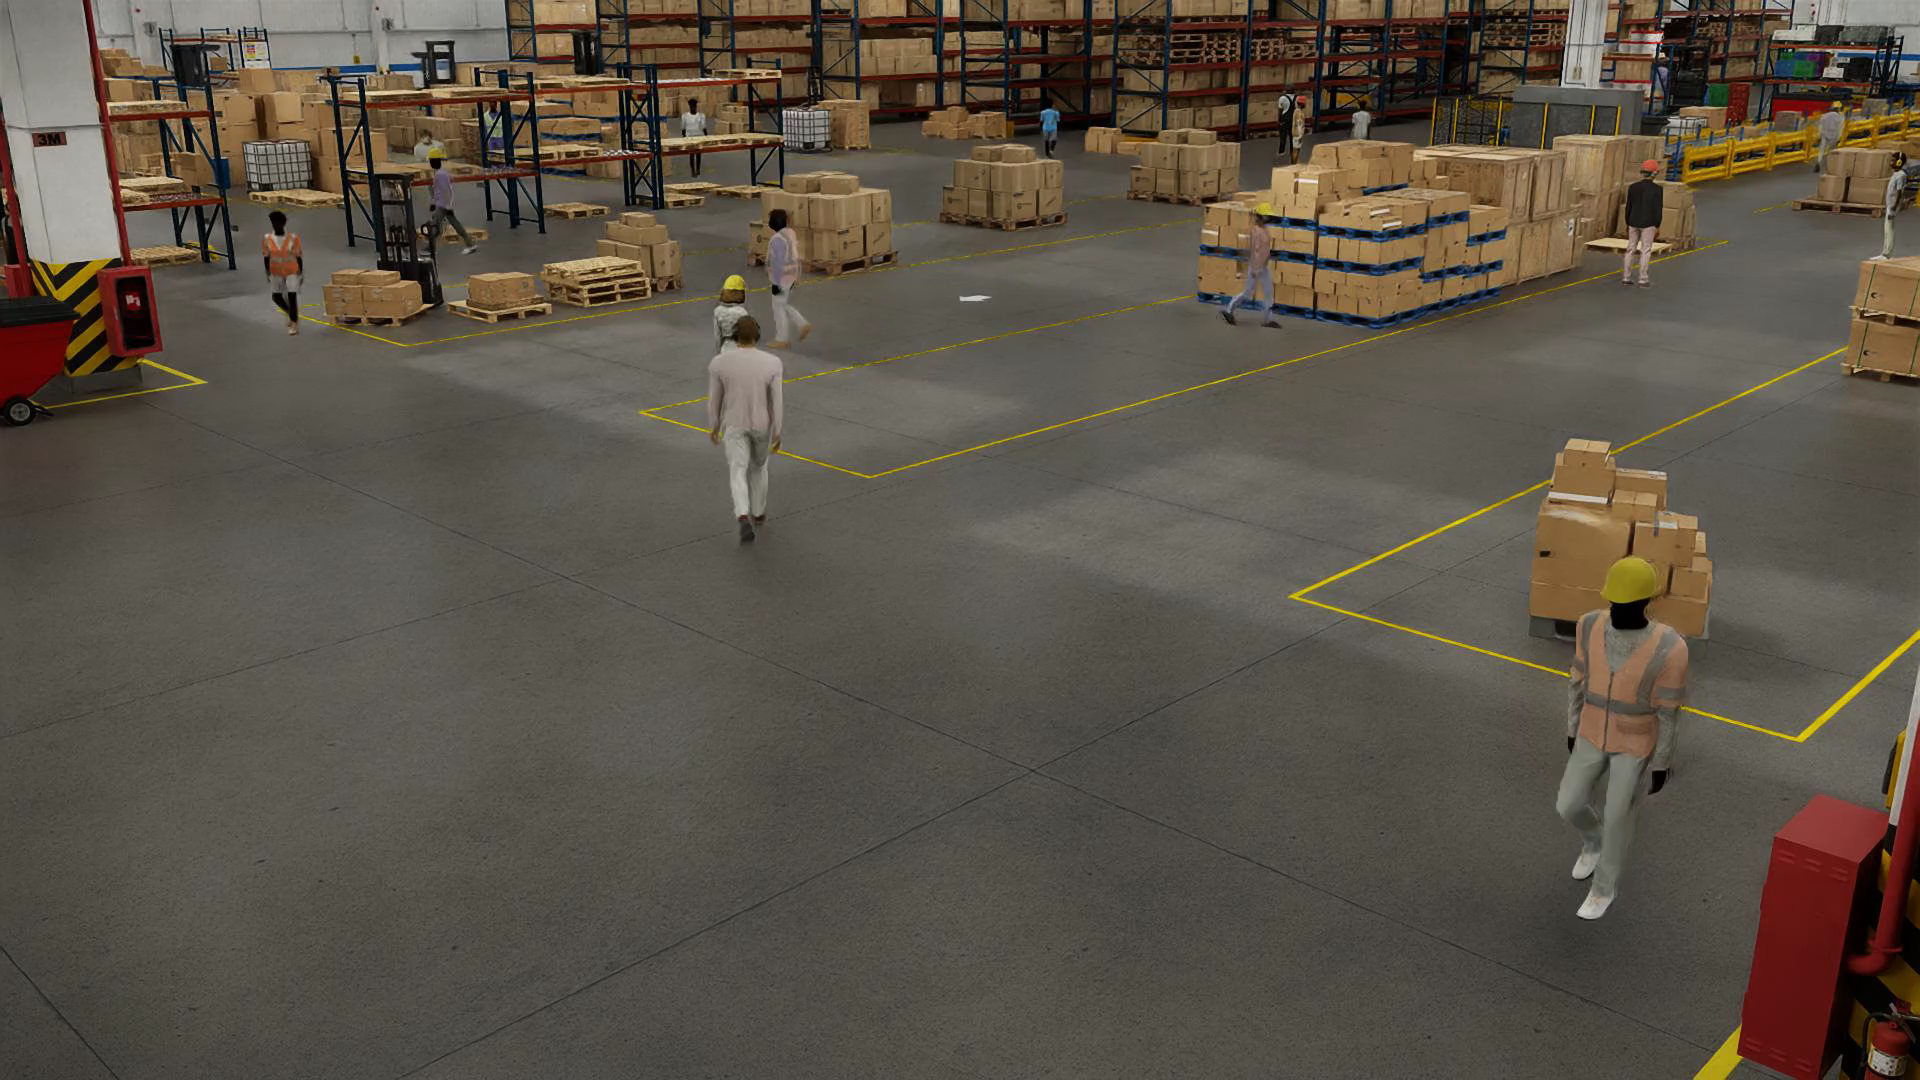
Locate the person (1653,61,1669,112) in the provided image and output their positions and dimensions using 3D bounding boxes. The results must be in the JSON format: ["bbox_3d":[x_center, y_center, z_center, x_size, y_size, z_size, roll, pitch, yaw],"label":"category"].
[{"bbox_3d":[26.778,-17.303,63.455,0.636,1.892,0.983,13,22,34],"label":"person"}]

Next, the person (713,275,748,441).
[{"bbox_3d":[-2.307,-1.865,17.190,0.483,1.736,0.311,14,23,35],"label":"person"}]

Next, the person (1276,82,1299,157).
[{"bbox_3d":[9.171,-11.787,46.608,0.687,2.000,0.538,-5,19,-16],"label":"person"}]

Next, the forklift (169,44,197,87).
[{"bbox_3d":[-24.644,-14.331,52.958,1.129,2.768,1.873,17,25,41],"label":"forklift"}]

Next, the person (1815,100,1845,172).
[{"bbox_3d":[22.256,-10.323,42.573,0.595,1.806,0.804,16,24,39],"label":"person"}]

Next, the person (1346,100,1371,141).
[{"bbox_3d":[10.192,-10.286,42.438,0.538,1.831,0.965,-7,20,-20],"label":"person"}]

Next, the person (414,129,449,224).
[{"bbox_3d":[-10.550,-7.290,33.332,0.668,1.870,0.862,-8,20,-22],"label":"person"}]

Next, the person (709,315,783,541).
[{"bbox_3d":[-1.816,-0.959,14.195,0.635,1.914,0.912,-2,18,-6],"label":"person"}]

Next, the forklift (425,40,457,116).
[{"bbox_3d":[-17.704,-15.690,57.052,1.873,2.768,1.129,17,25,41],"label":"forklift"}]

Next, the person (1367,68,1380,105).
[{"bbox_3d":[15.951,-17.345,64.003,0.525,1.616,0.505,-7,20,-20],"label":"person"}]

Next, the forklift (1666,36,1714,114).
[{"bbox_3d":[27.341,-17.291,61.877,1.129,2.768,1.873,17,25,41],"label":"forklift"}]

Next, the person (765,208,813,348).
[{"bbox_3d":[-2.280,-3.404,21.695,0.520,1.829,0.632,2,18,6],"label":"person"}]

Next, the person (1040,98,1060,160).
[{"bbox_3d":[2.441,-11.187,45.338,0.548,1.686,0.449,4,19,11],"label":"person"}]

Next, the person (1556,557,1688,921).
[{"bbox_3d":[3.290,0.985,8.331,0.445,1.915,0.588,-17,25,-41],"label":"person"}]

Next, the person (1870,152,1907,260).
[{"bbox_3d":[15.957,-5.689,28.508,0.319,1.866,0.532,7,20,20],"label":"person"}]

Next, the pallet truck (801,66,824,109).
[{"bbox_3d":[-4.812,-15.182,56.903,0.823,1.965,1.885,-9,21,-26],"label":"pallet truck"}]

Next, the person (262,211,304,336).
[{"bbox_3d":[-9.172,-3.643,22.621,0.541,1.683,0.466,-1,18,-4],"label":"person"}]

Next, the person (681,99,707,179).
[{"bbox_3d":[-6.611,-10.011,41.447,0.616,1.927,0.978,-3,19,-10],"label":"person"}]

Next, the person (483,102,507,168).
[{"bbox_3d":[-11.550,-9.997,41.404,0.587,1.920,0.391,-1,18,-2],"label":"person"}]

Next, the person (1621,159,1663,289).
[{"bbox_3d":[10.711,-4.949,26.073,0.374,1.997,0.613,-13,22,-34],"label":"person"}]

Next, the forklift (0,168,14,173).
[{"bbox_3d":[-24.914,-10.604,41.730,1.129,2.768,1.873,17,25,41],"label":"forklift"}]

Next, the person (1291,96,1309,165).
[{"bbox_3d":[8.643,-10.321,42.353,0.372,1.933,0.552,0,18,-1],"label":"person"}]

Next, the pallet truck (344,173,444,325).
[{"bbox_3d":[-8.209,-4.181,23.757,0.823,1.965,1.885,3,19,9],"label":"pallet truck"}]

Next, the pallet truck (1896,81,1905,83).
[{"bbox_3d":[34.802,-16.331,61.455,0.653,1.274,1.630,17,25,41],"label":"pallet truck"}]

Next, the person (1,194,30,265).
[{"bbox_3d":[-12.927,-3.841,22.972,0.506,1.847,0.345,0,18,-1],"label":"person"}]

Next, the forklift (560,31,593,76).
[{"bbox_3d":[-15.607,-19.587,68.793,1.129,2.768,1.873,17,25,41],"label":"forklift"}]

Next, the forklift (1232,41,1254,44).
[{"bbox_3d":[9.711,-15.715,57.130,1.129,2.768,1.873,17,25,41],"label":"forklift"}]

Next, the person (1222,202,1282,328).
[{"bbox_3d":[4.088,-3.818,23.075,0.811,1.740,0.530,11,22,31],"label":"person"}]

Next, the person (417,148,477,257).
[{"bbox_3d":[-9.072,-5.935,29.246,1.031,1.879,0.587,-5,19,-15],"label":"person"}]
